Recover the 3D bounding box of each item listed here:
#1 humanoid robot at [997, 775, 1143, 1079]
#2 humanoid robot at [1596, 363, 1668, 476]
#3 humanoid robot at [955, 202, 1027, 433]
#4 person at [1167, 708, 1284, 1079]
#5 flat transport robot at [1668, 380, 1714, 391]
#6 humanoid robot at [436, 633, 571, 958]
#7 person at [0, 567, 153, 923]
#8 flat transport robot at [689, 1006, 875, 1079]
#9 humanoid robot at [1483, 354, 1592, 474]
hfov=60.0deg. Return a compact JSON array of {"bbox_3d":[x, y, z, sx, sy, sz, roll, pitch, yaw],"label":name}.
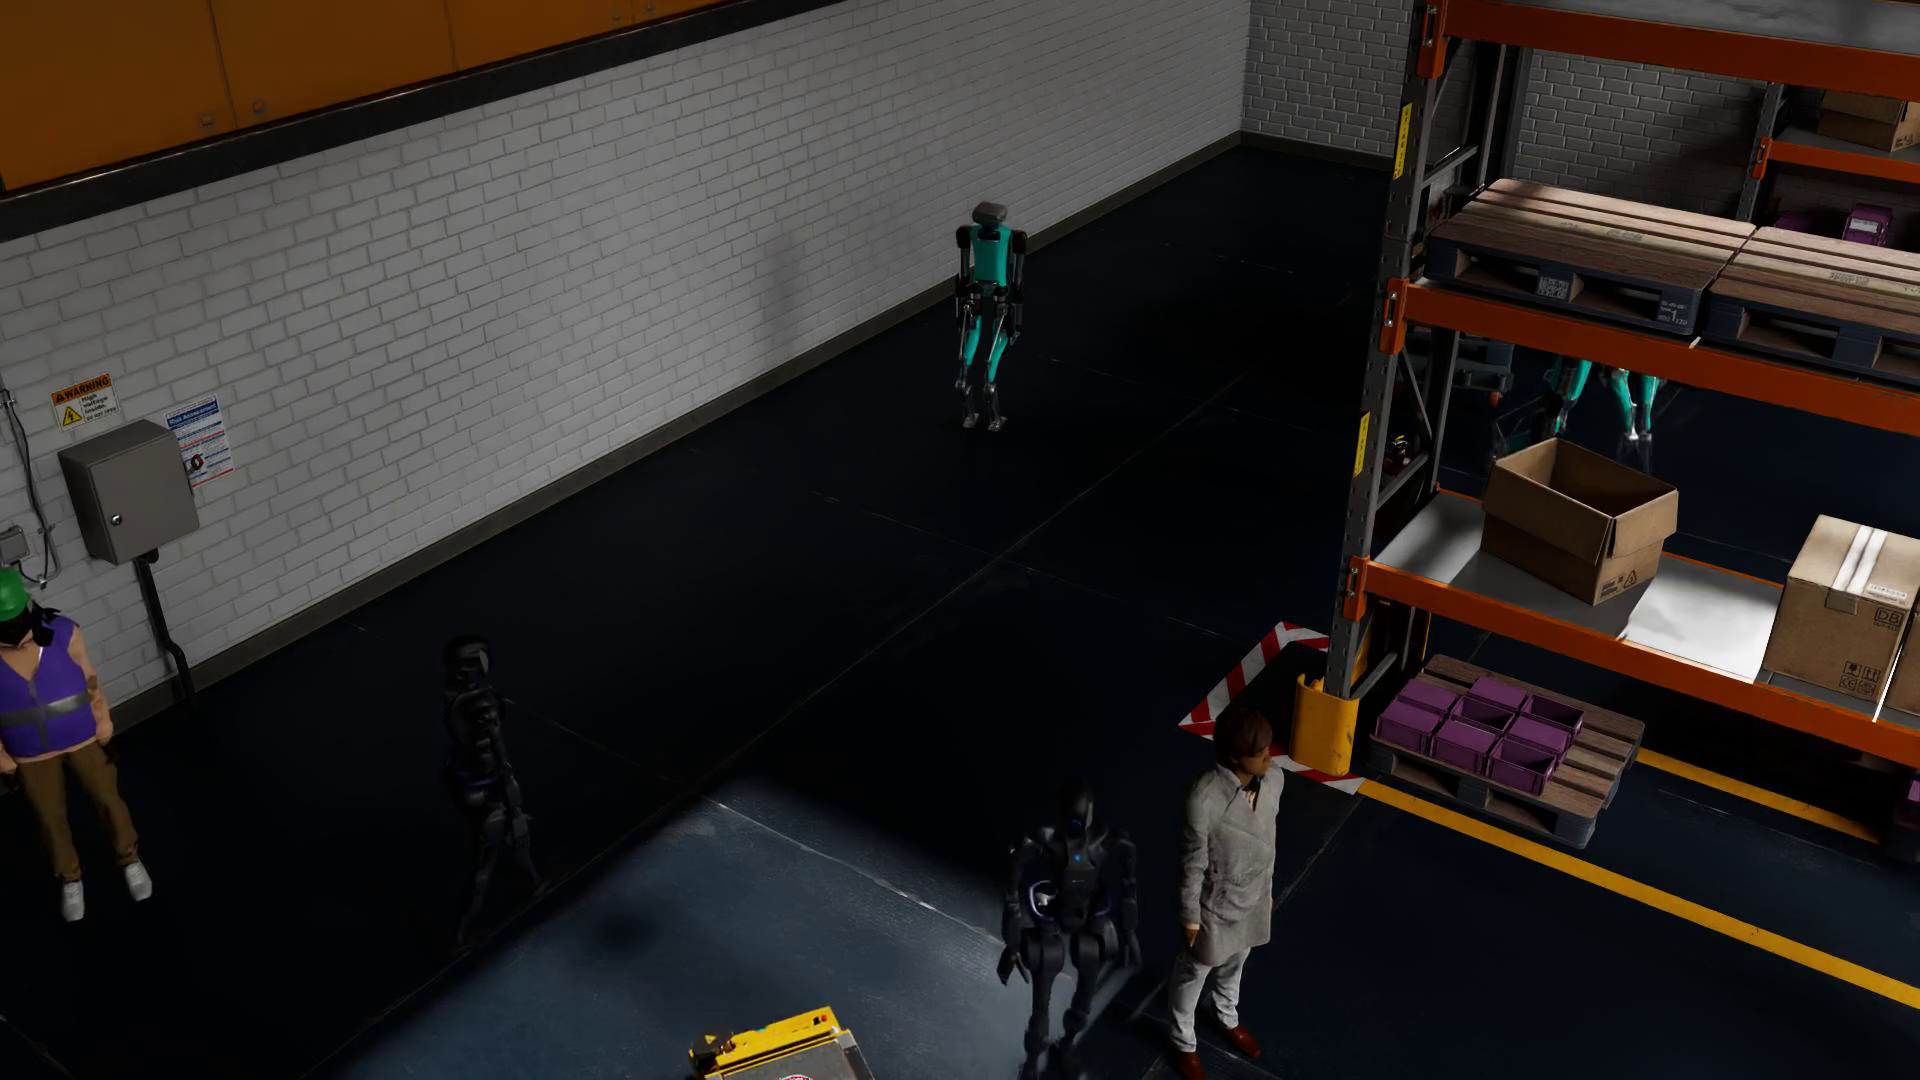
[{"bbox_3d":[0.461,1.630,6.807,0.610,1.647,0.430,-4,30,-7],"label":"humanoid robot"},{"bbox_3d":[4.702,-1.153,11.552,0.621,1.754,0.738,6,31,10],"label":"humanoid robot"},{"bbox_3d":[0.163,-1.575,12.199,0.530,1.697,0.705,9,31,15],"label":"humanoid robot"},{"bbox_3d":[1.108,1.474,6.918,0.514,1.833,0.365,-17,34,-27],"label":"person"},{"bbox_3d":[5.789,-1.618,13.846,0.659,0.231,1.431,-22,37,-33],"label":"flat transport robot"},{"bbox_3d":[-2.204,1.138,7.696,0.762,1.628,0.599,-22,36,-33],"label":"humanoid robot"},{"bbox_3d":[-4.240,0.938,7.765,0.529,1.922,0.455,-18,34,-28],"label":"person"},{"bbox_3d":[-0.594,2.471,6.753,0.659,0.231,1.431,-12,32,-20],"label":"flat transport robot"},{"bbox_3d":[3.716,-0.732,10.955,0.730,1.902,0.543,16,34,26],"label":"humanoid robot"}]
